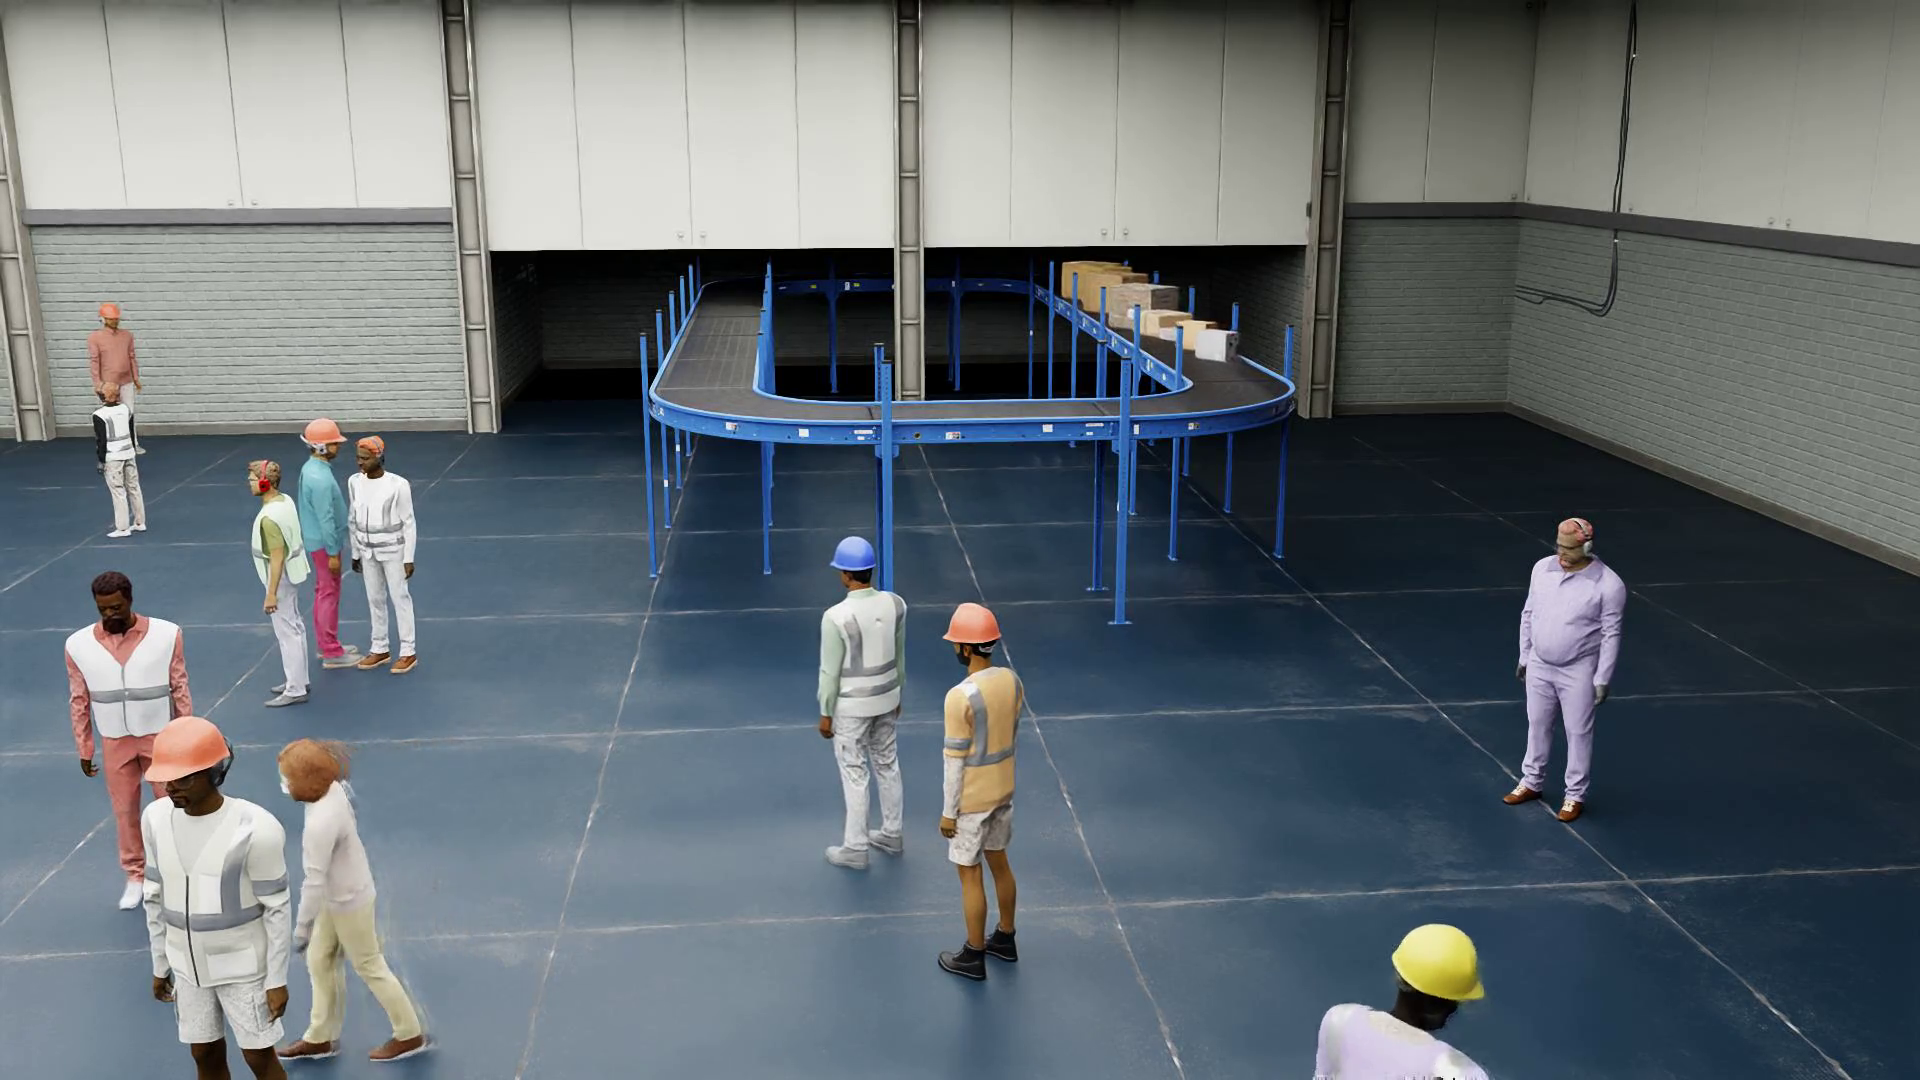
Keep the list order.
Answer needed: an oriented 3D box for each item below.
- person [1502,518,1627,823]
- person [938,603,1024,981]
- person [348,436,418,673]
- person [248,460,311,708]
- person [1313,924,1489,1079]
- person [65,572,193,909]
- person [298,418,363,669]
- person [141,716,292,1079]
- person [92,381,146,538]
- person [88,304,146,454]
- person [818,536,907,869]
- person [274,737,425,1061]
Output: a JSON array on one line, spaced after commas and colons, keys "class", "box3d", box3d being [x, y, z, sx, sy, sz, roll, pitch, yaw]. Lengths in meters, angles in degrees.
[{"class": "person", "box3d": [3.725, 0.790, 10.282, 0.407, 1.902, 0.639, -12, 18, -39]}, {"class": "person", "box3d": [0.081, 1.257, 8.369, 0.390, 1.930, 0.540, 10, 17, 34]}, {"class": "person", "box3d": [-4.519, 0.113, 13.019, 0.579, 1.882, 0.342, 5, 15, 20]}, {"class": "person", "box3d": [-5.011, 0.315, 12.289, 0.390, 1.847, 0.563, -3, 14, -12]}, {"class": "person", "box3d": [1.360, 2.066, 5.179, 0.409, 1.897, 0.617, -12, 18, -39]}, {"class": "person", "box3d": [-4.518, 1.080, 9.115, 0.599, 1.908, 0.403, -5, 15, -19]}, {"class": "person", "box3d": [-4.996, 0.021, 13.166, 0.396, 1.991, 0.622, -7, 16, -26]}, {"class": "person", "box3d": [-2.909, 1.660, 6.509, 0.611, 2.043, 0.375, 3, 14, 11]}, {"class": "person", "box3d": [-8.783, -0.842, 17.338, 0.313, 1.639, 0.517, 4, 15, 16]}, {"class": "person", "box3d": [-10.891, -2.061, 21.524, 0.425, 1.986, 0.639, 8, 16, 30]}, {"class": "person", "box3d": [-0.566, 0.929, 9.642, 0.414, 1.940, 0.610, 14, 19, 43]}, {"class": "person", "box3d": [-2.844, 1.640, 7.469, 0.757, 1.595, 0.512, -5, 15, -18]}]
